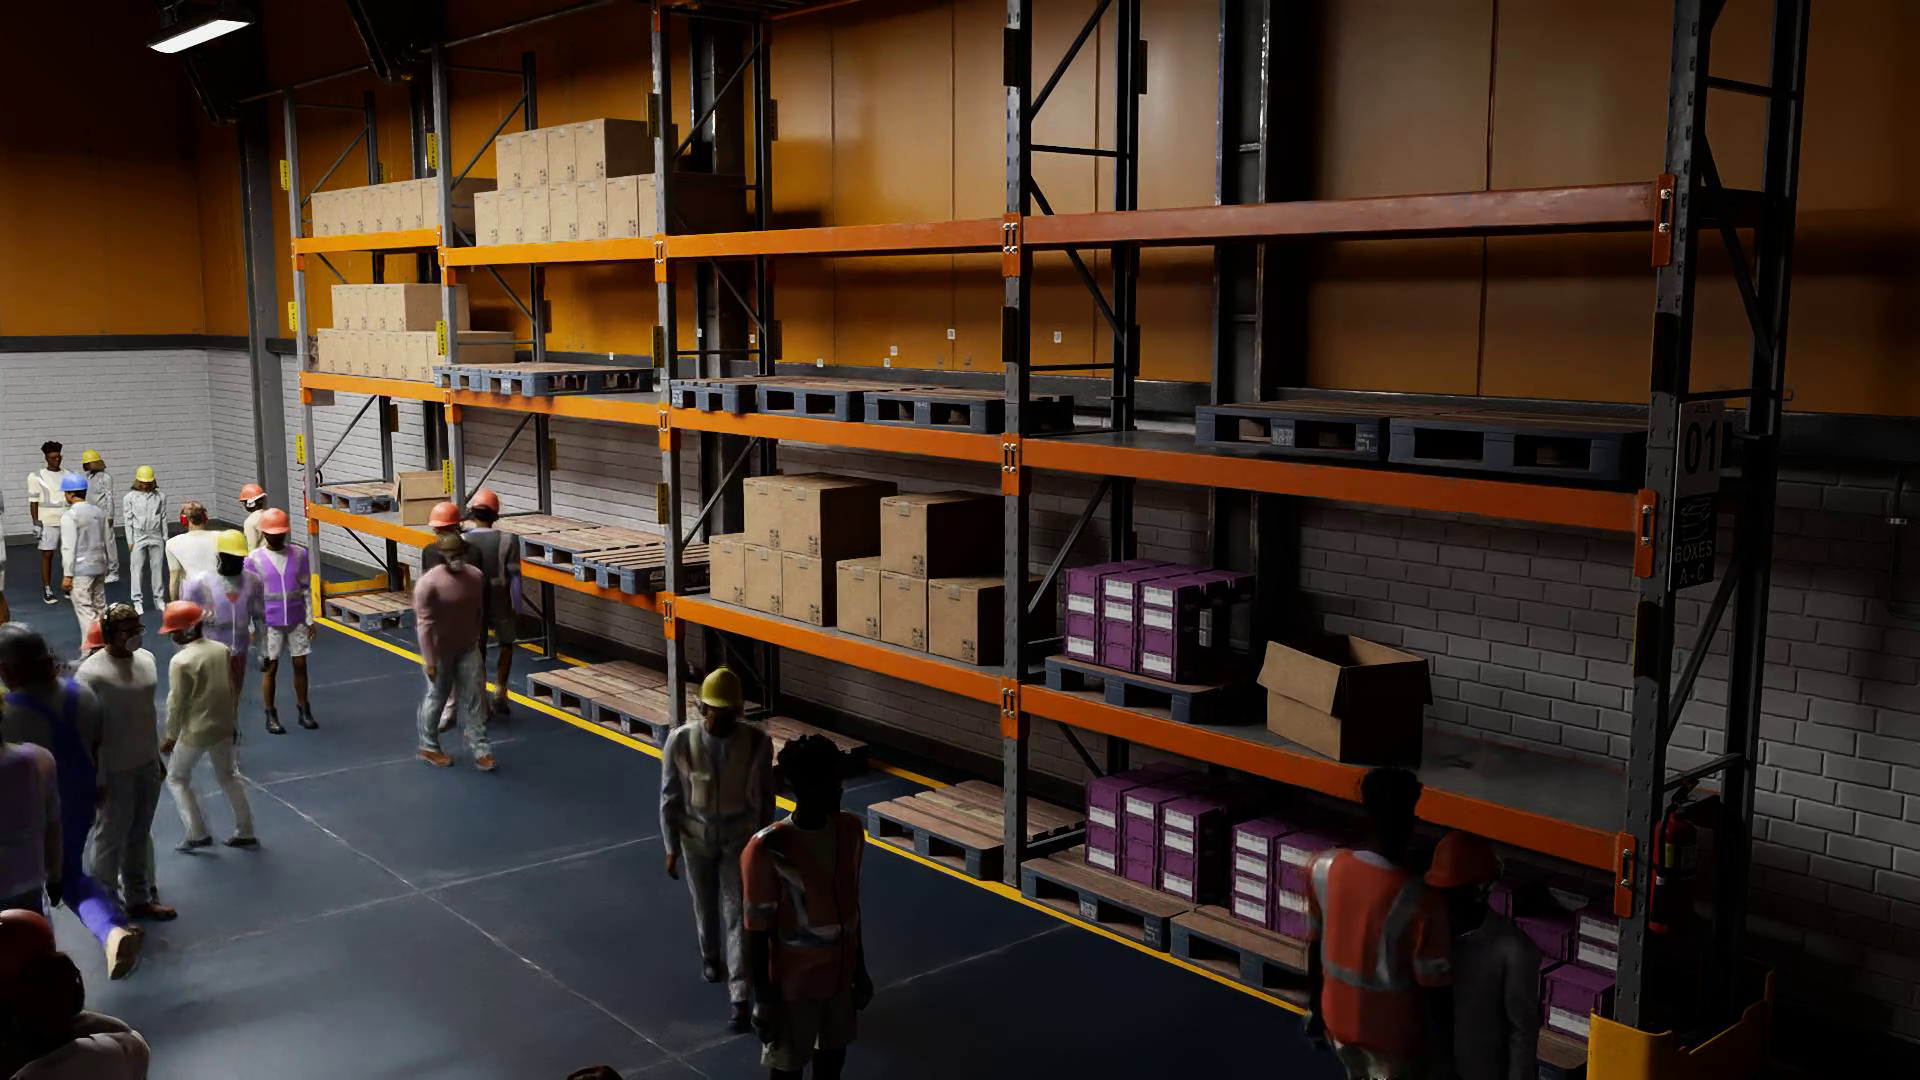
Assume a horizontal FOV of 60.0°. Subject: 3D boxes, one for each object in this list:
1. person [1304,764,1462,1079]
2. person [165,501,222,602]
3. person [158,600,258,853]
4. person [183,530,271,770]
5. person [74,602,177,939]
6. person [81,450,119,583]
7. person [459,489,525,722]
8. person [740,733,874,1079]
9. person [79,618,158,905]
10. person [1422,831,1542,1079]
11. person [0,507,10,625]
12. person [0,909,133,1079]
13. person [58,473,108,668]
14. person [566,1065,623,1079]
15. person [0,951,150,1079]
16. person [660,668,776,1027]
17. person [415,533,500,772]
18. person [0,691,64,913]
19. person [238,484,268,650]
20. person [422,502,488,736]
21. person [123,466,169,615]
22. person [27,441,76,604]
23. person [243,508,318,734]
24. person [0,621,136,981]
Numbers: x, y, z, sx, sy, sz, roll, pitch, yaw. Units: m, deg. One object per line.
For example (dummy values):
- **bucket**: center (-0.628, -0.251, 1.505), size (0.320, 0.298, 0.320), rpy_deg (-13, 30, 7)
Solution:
- **person**: center (1.604, 1.790, 6.201), size (0.489, 1.944, 0.670), rpy_deg (-6, 10, -36)
- **person**: center (-6.891, 0.563, 15.109), size (0.389, 1.846, 0.567), rpy_deg (8, 11, 43)
- **person**: center (-4.966, 1.232, 10.903), size (0.569, 1.711, 0.582), rpy_deg (1, 8, 7)
- **person**: center (-5.624, 0.860, 12.857), size (0.722, 1.890, 0.608), rpy_deg (6, 10, 37)
- **person**: center (-4.813, 1.310, 9.591), size (0.354, 1.937, 0.635), rpy_deg (1, 8, 8)
- **person**: center (-11.187, -0.310, 21.573), size (0.490, 1.735, 0.326), rpy_deg (3, 9, 21)
- **person**: center (-4.108, 0.569, 14.423), size (0.649, 2.021, 0.445), rpy_deg (-1, 8, -8)
- **person**: center (-0.588, 1.727, 6.599), size (0.361, 1.965, 0.613), rpy_deg (7, 11, 41)
- **person**: center (-5.119, 1.327, 10.114), size (0.339, 1.748, 0.575), rpy_deg (-5, 10, -34)
- **person**: center (1.821, 1.908, 6.073), size (0.343, 1.749, 0.571), rpy_deg (-5, 10, -32)
- **person**: center (-10.062, 0.217, 17.151), size (0.373, 1.959, 0.605), rpy_deg (-1, 8, -10)
- **person**: center (-2.623, 1.992, 4.710), size (0.619, 1.986, 0.410), rpy_deg (-3, 9, -22)
- **person**: center (-8.765, 0.297, 16.641), size (0.418, 1.941, 0.611), rpy_deg (0, 8, 3)
- **person**: center (-0.944, 2.199, 4.500), size (0.277, 1.627, 0.503), rpy_deg (-2, 9, -16)
- **person**: center (-2.492, 2.046, 4.664), size (0.337, 1.882, 0.583), rpy_deg (2, 9, 17)
- **person**: center (-1.248, 1.525, 8.625), size (0.582, 1.792, 0.935), rpy_deg (-1, 8, -6)
- **person**: center (-3.893, 0.870, 12.810), size (0.955, 1.882, 0.651), rpy_deg (7, 11, 39)
- **person**: center (-4.478, 1.586, 7.777), size (0.480, 1.904, 0.616), rpy_deg (4, 9, 26)
- **person**: center (-7.369, 0.278, 17.467), size (0.354, 1.737, 0.573), rpy_deg (0, 8, 1)
- **person**: center (-4.252, 0.664, 13.937), size (0.618, 1.986, 0.416), rpy_deg (3, 9, 21)
- **person**: center (-9.481, -0.003, 19.427), size (0.311, 1.735, 0.484), rpy_deg (8, 11, 43)
- **person**: center (-10.950, -0.225, 20.168), size (0.368, 1.966, 0.602), rpy_deg (5, 10, 33)
- **person**: center (-5.727, 0.680, 14.035), size (0.552, 1.923, 0.390), rpy_deg (-7, 10, -38)
- **person**: center (-4.745, 1.399, 8.623), size (0.691, 2.000, 0.698), rpy_deg (3, 9, 21)
